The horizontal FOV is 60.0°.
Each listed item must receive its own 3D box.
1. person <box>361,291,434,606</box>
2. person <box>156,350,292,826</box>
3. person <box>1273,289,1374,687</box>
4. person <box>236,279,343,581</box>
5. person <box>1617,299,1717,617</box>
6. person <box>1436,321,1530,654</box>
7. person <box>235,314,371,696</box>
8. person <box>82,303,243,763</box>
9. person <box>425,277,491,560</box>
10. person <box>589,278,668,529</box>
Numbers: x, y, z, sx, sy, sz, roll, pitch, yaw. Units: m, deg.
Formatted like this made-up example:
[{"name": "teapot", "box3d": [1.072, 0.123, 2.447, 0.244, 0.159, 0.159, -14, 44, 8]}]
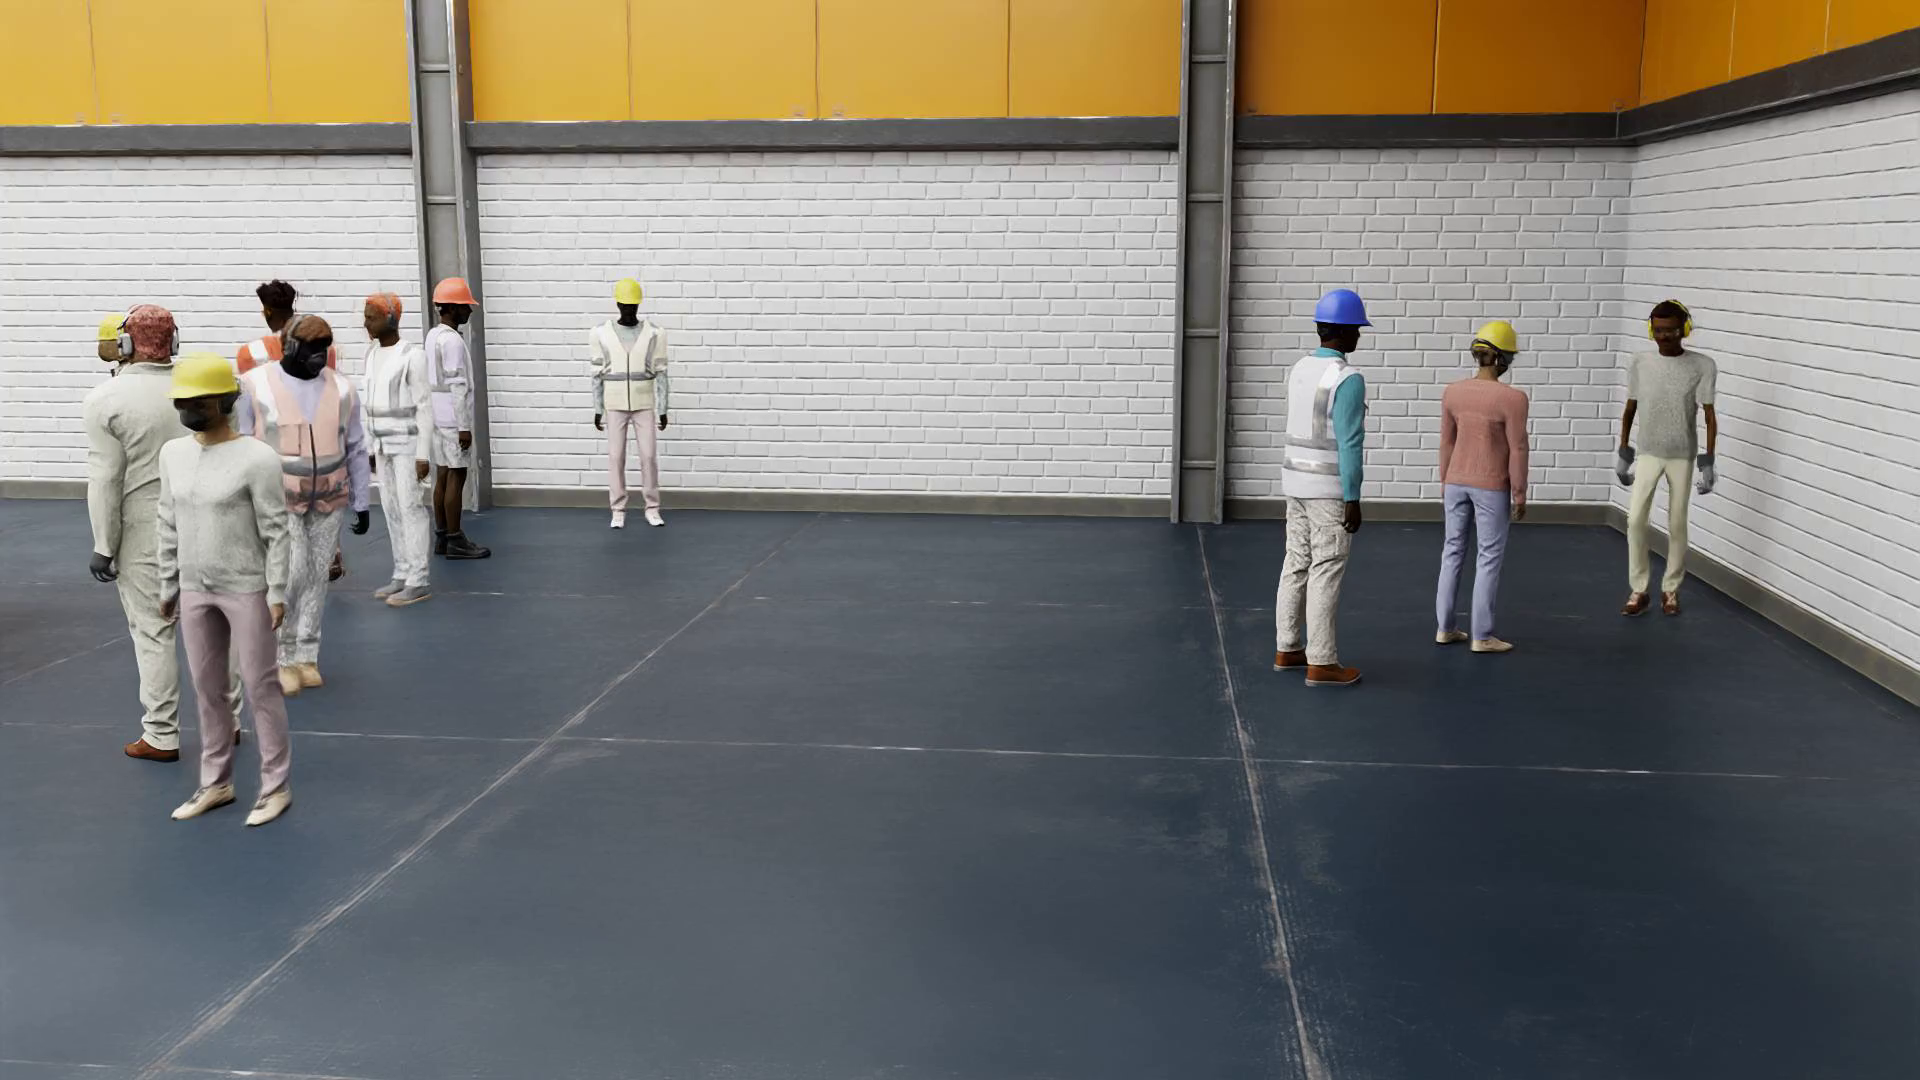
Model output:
[{"name": "person", "box3d": [-3.397, -0.551, 10.031, 0.585, 1.884, 0.349, 8, 13, 38]}, {"name": "person", "box3d": [-2.729, 0.184, 6.144, 0.532, 1.767, 0.326, 3, 10, 15]}, {"name": "person", "box3d": [1.805, -0.257, 8.194, 0.425, 1.938, 0.604, -3, 10, -18]}, {"name": "person", "box3d": [-4.102, -0.629, 10.262, 0.623, 1.948, 0.515, -8, 13, -39]}, {"name": "person", "box3d": [4.086, -0.458, 9.601, 0.556, 1.836, 0.661, 5, 11, 28]}, {"name": "person", "box3d": [2.773, -0.276, 8.813, 0.344, 1.758, 0.532, -8, 12, -37]}, {"name": "person", "box3d": [-3.137, -0.165, 7.985, 0.650, 1.821, 0.555, -9, 13, -41]}, {"name": "person", "box3d": [-3.335, -0.031, 6.975, 0.403, 1.906, 0.652, 7, 12, 37]}, {"name": "person", "box3d": [-3.477, -0.835, 11.489, 0.375, 1.935, 0.551, -6, 12, -32]}, {"name": "person", "box3d": [-2.521, -1.037, 12.720, 0.590, 1.915, 0.409, -2, 10, -11]}]
